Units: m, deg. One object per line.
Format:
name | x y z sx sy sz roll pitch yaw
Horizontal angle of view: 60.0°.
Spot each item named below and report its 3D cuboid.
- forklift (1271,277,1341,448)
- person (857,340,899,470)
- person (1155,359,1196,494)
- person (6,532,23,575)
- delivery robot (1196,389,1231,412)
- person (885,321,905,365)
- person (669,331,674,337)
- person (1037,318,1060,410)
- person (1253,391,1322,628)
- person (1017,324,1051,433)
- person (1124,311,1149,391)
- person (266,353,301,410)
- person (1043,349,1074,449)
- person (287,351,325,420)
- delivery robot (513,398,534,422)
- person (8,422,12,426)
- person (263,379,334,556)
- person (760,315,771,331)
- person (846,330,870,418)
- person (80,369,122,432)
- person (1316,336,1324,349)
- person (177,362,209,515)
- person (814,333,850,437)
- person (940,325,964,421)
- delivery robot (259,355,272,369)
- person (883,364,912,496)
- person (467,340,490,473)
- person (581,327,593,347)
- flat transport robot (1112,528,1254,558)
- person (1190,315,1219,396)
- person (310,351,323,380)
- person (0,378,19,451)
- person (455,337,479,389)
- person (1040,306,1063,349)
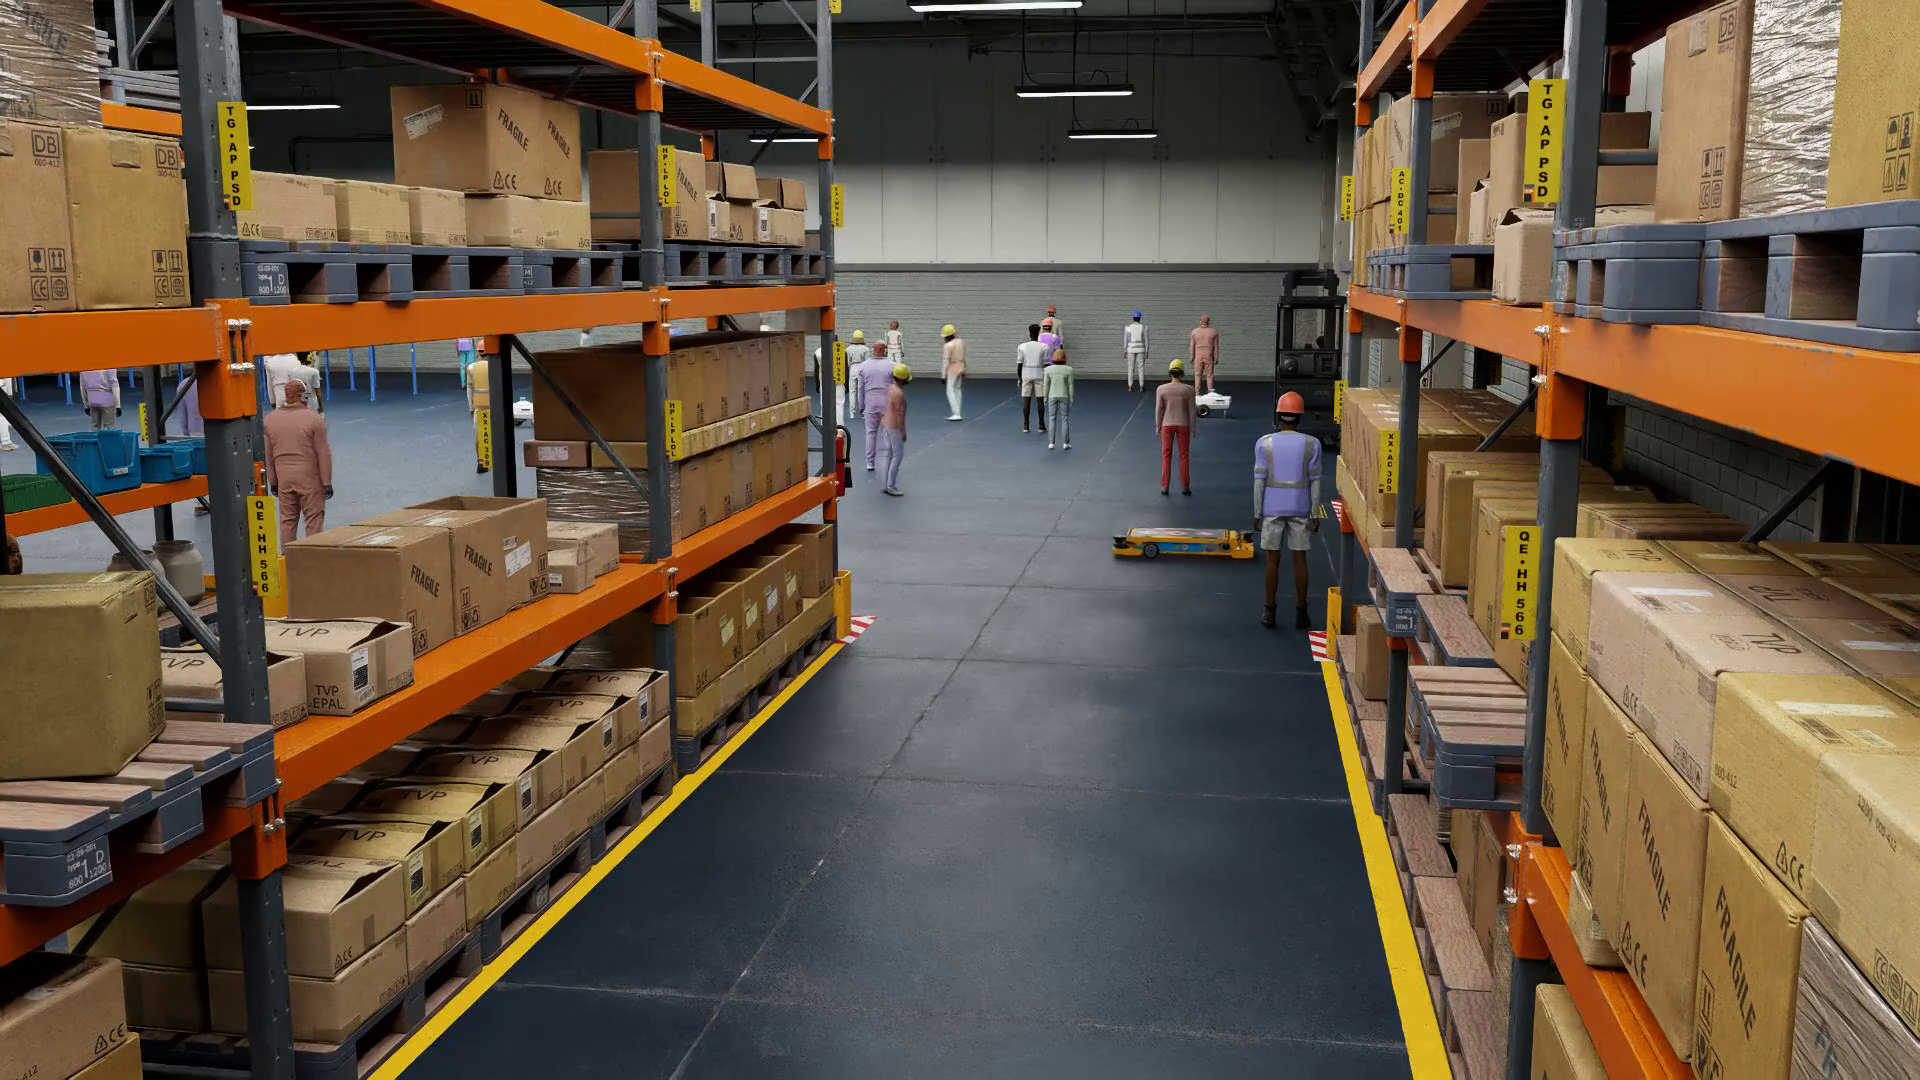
forklift | 5.847 -3.016 27.970 1.129 2.768 1.873 1 9 9
person | -1.169 -1.971 24.391 0.651 1.906 0.402 1 9 9
person | 2.828 -1.482 21.810 0.533 1.765 0.329 1 9 9
person | -4.843 0.752 8.429 0.507 1.632 0.268 1 9 9
delivery robot | 5.075 -2.781 33.384 0.707 0.478 0.477 0 9 -1
person | -1.676 -4.784 42.561 0.523 1.638 0.311 1 9 9
person | -4.920 -2.687 28.857 0.387 1.897 0.698 6 11 32
person | 1.831 -3.698 34.948 0.551 1.932 0.376 1 9 9
person | 2.687 -0.251 13.684 0.551 1.935 0.375 1 9 9
person | 1.340 -2.934 30.145 0.613 1.962 0.364 1 9 9
person | 4.290 -4.594 40.444 0.615 1.942 0.407 1 9 9
person | -10.229 -2.138 25.423 0.651 1.904 0.402 1 9 9
person | 1.627 -2.321 27.381 0.507 1.632 0.268 1 9 9
person | -9.271 -1.826 23.606 0.533 1.868 0.310 1 9 9
delivery robot | -8.199 -2.431 31.221 0.707 0.478 0.477 1 9 9
person | -18.211 -3.086 31.252 0.597 1.908 0.369 1 9 9
person | -6.225 -0.567 15.736 0.651 1.904 0.402 1 9 9
person | -4.502 -4.182 37.802 0.476 1.973 0.709 7 12 37
person | -2.017 -3.283 32.986 0.492 1.740 0.325 1 9 9
person | -12.742 -2.036 24.721 0.594 1.924 0.384 1 9 9
person | 6.829 -3.020 31.497 0.540 1.695 0.317 1 9 9
person | -9.032 -1.266 19.937 0.635 1.937 0.355 1 9 9
person | -2.254 -2.750 29.390 0.633 1.841 0.429 1 9 9
person | -0.117 -3.238 32.313 0.401 1.877 0.710 6 11 31
delivery robot | -19.795 -5.084 47.585 0.707 0.478 0.477 1 9 9
person | -0.837 -1.458 21.798 0.355 1.719 0.689 -2 9 -11
person | -6.862 -1.949 24.163 0.551 1.932 0.376 1 9 9
person | -9.198 -4.517 41.009 0.324 1.613 0.602 -1 9 -9
flat transport robot | 2.319 0.022 17.257 1.431 0.197 0.652 1 9 9
person | 5.552 -4.143 37.784 0.651 1.906 0.402 1 9 9
person | -17.315 -5.091 44.540 0.555 1.607 0.572 -3 10 -15
person | -15.727 -2.404 27.125 0.584 1.882 0.337 1 9 9
person | -12.256 -4.685 41.320 0.570 1.840 0.375 1 9 9
person | 2.422 -5.193 43.984 0.622 1.992 0.397 1 9 9
